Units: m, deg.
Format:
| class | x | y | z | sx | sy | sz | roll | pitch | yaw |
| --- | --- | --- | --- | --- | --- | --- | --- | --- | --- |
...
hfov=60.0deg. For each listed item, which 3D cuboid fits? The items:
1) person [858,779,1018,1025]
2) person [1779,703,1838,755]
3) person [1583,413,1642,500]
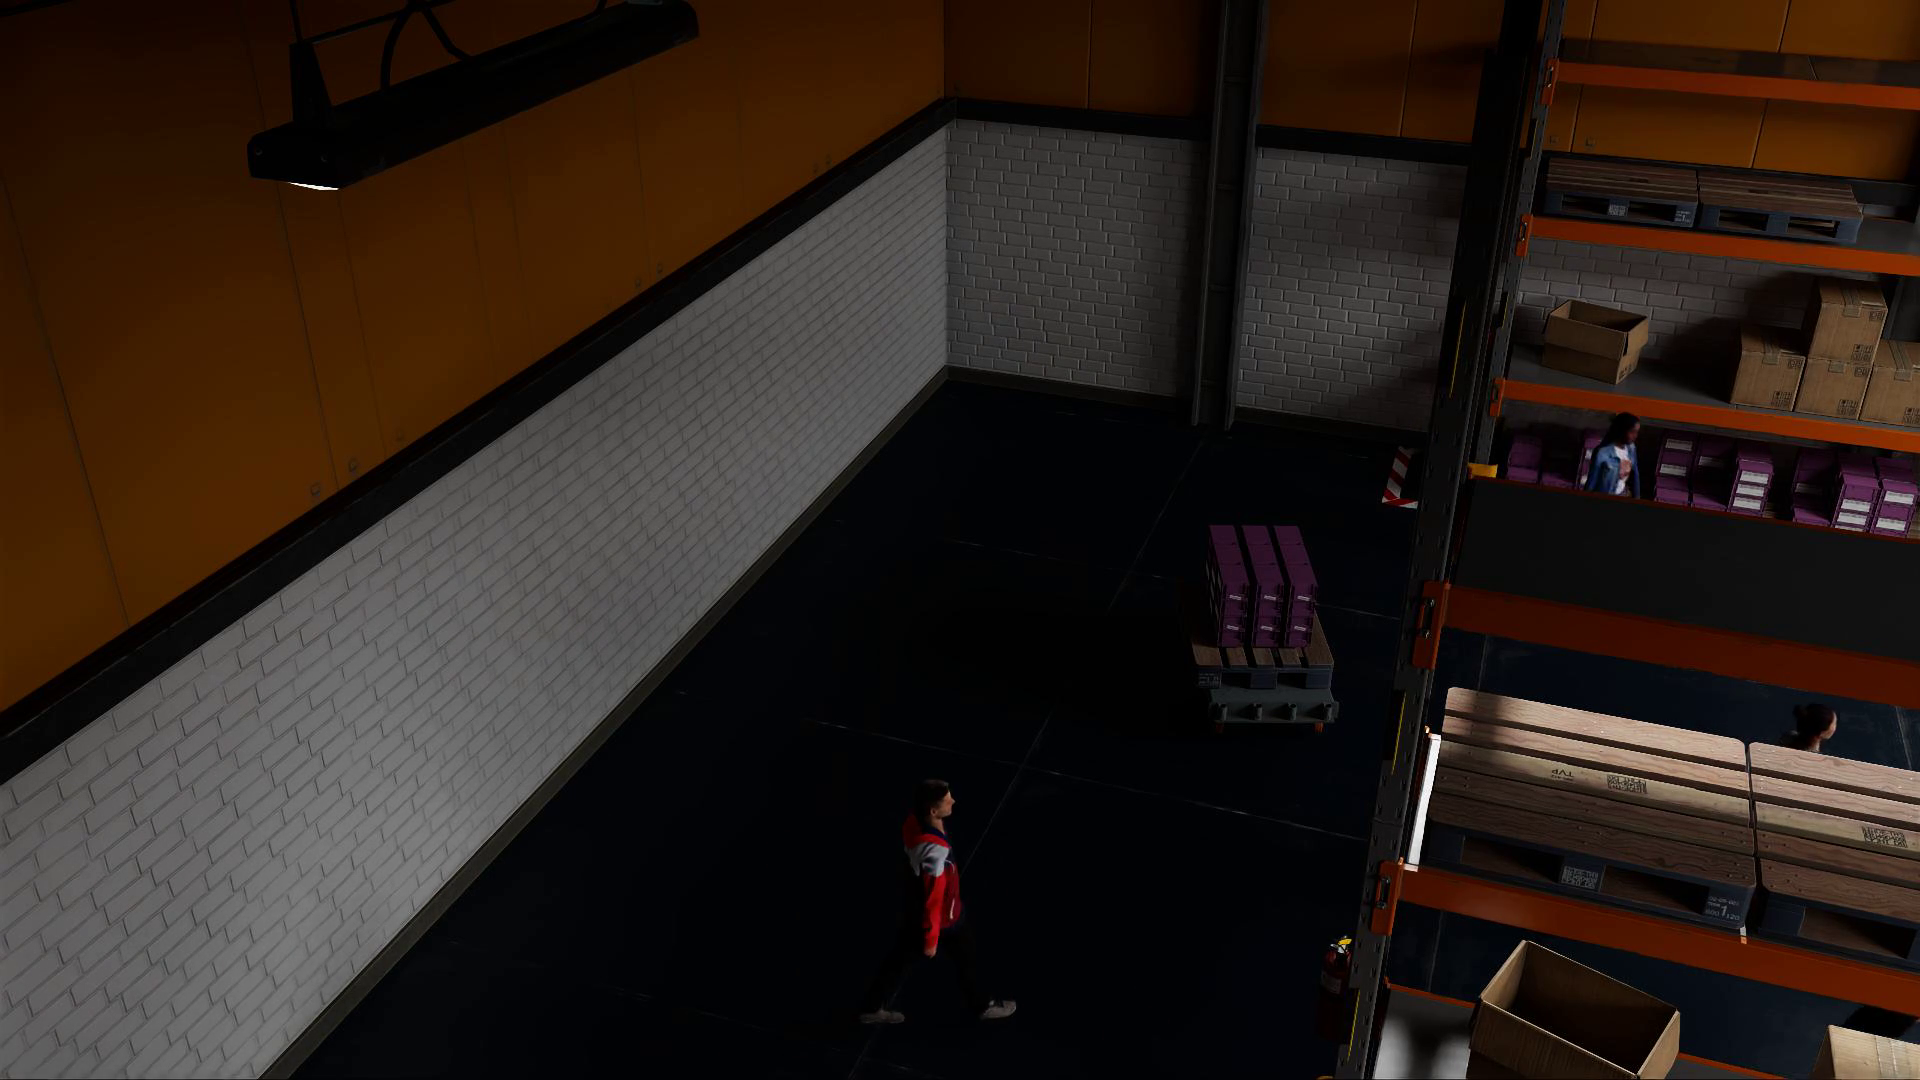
| class | x | y | z | sx | sy | sz | roll | pitch | yaw |
| --- | --- | --- | --- | --- | --- | --- | --- | --- | --- |
| person | -0.245 | 2.088 | 9.304 | 1.251 | 1.714 | 1.077 | -6 | 29 | -12 |
| person | 4.983 | 1.677 | 10.173 | 0.694 | 1.603 | 0.676 | -3 | 29 | -6 |
| person | 5.213 | -0.296 | 13.728 | 1.070 | 1.663 | 1.287 | -20 | 34 | -32 |
